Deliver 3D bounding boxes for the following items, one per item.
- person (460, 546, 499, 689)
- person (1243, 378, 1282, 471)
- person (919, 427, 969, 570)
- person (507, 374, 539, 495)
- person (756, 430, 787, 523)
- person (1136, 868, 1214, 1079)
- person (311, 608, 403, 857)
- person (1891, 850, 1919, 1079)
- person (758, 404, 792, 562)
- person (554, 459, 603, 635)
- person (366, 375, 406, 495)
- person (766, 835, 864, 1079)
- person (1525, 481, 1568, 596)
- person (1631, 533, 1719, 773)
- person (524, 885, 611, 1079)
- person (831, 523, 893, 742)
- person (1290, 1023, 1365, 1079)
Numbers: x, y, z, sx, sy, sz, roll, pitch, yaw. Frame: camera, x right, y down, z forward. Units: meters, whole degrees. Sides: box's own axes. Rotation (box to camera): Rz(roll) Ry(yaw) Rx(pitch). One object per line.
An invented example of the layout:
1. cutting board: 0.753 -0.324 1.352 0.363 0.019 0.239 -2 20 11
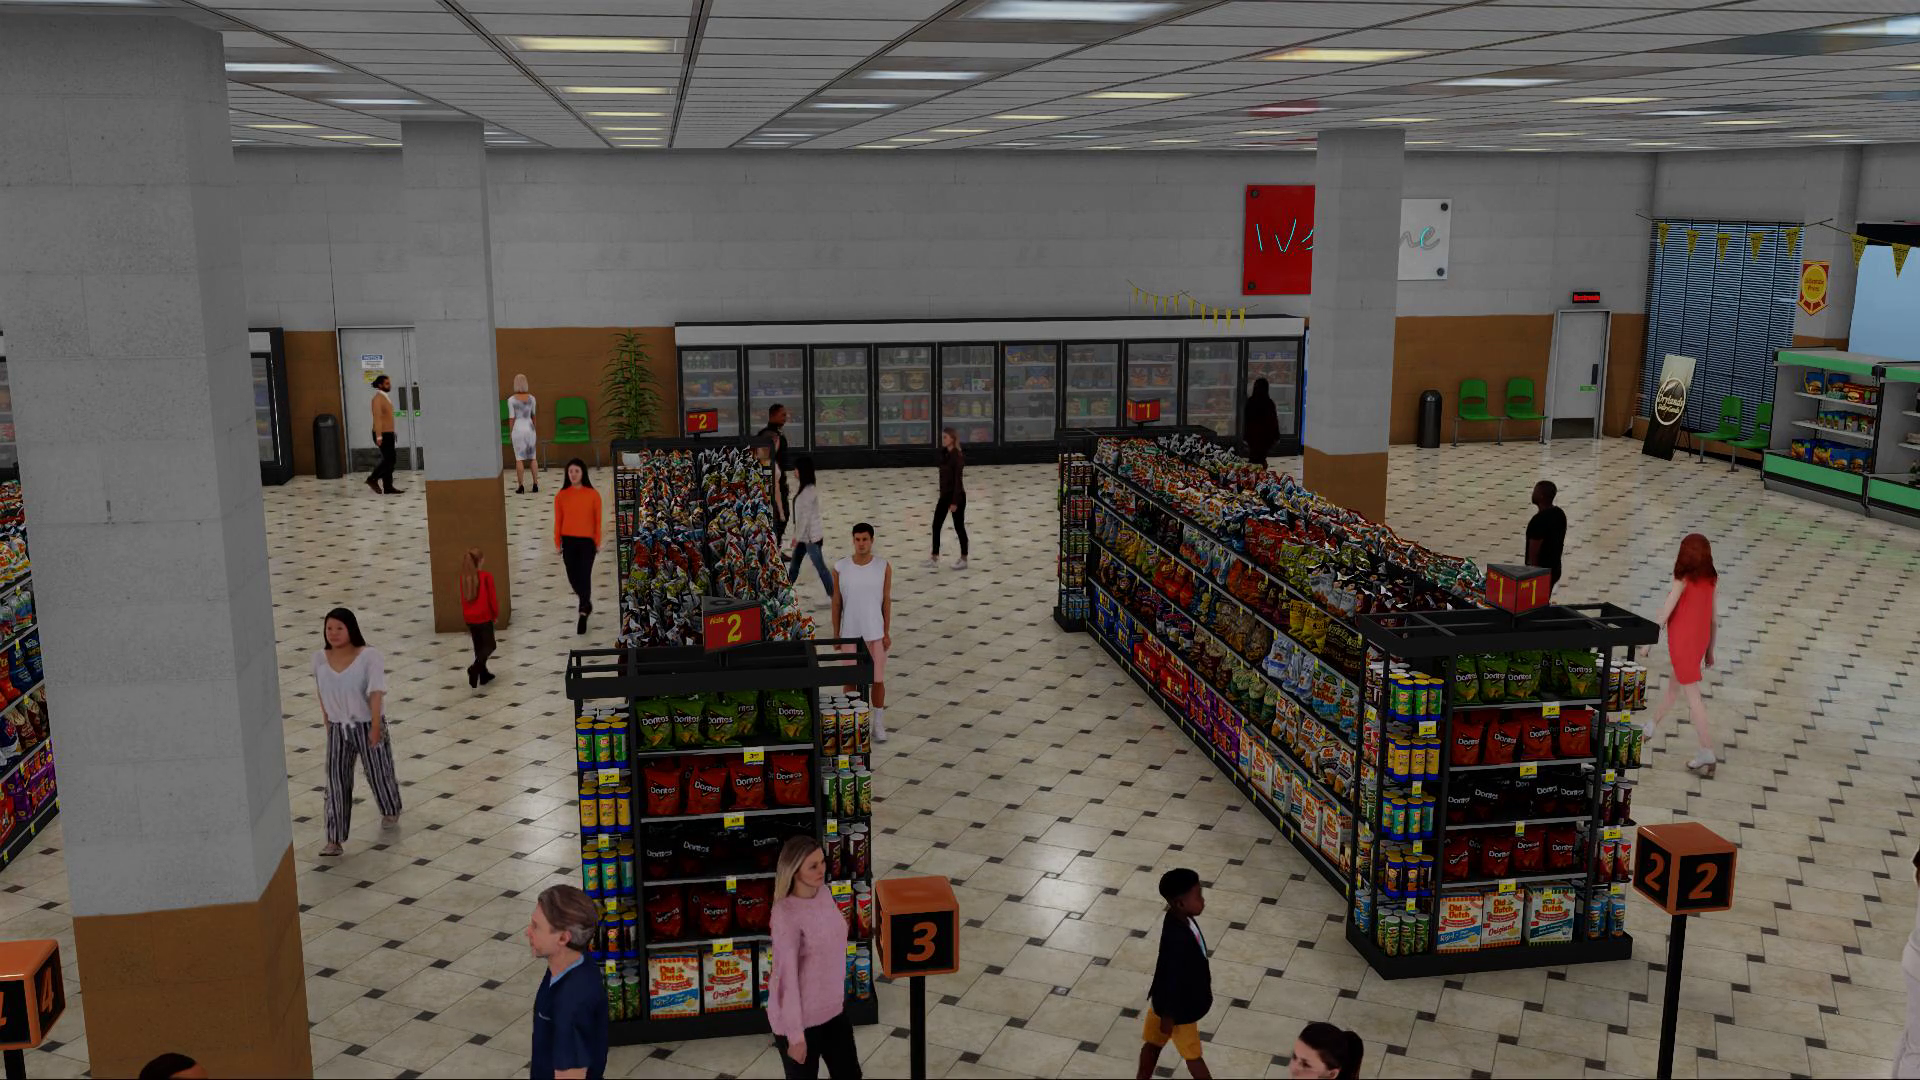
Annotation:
1. person: -4.290 0.702 14.747 0.672 1.269 0.853 3 12 14
2. person: 4.204 -1.405 23.673 1.033 1.716 1.159 -8 14 -34
3. person: -0.018 -0.479 19.360 0.917 1.681 0.921 -8 14 -34
4. person: -6.369 -1.553 24.288 0.632 1.751 0.620 -7 14 -31
5. person: -2.211 -0.283 18.140 0.780 1.799 0.694 -10 16 -40
6. person: 0.952 2.157 7.886 0.708 1.249 0.801 1 12 4
7. person: -4.029 1.256 11.229 0.893 1.635 1.213 1 12 5
8. person: 4.499 1.979 7.669 0.747 1.688 0.647 5 13 23
9. person: -2.333 -0.669 19.773 0.893 1.882 0.811 2 12 10
10. person: -3.835 0.042 16.792 0.735 1.718 1.125 0 12 -1
11. person: -8.412 -1.508 24.093 0.770 1.744 0.719 0 12 -2
12. person: -0.732 2.067 7.280 0.779 1.675 0.703 6 13 27
13. person: 5.333 0.367 15.034 0.954 1.807 1.071 -11 16 -42
14. person: 5.599 0.888 12.620 0.852 1.783 1.177 -6 13 -27
15. person: -1.363 2.206 6.274 0.862 1.817 1.177 -4 13 -18
16. person: -0.774 0.731 13.351 0.664 1.789 0.610 0 12 -2
17. person: 1.201 2.419 5.768 0.695 1.610 0.590 -7 14 -29
